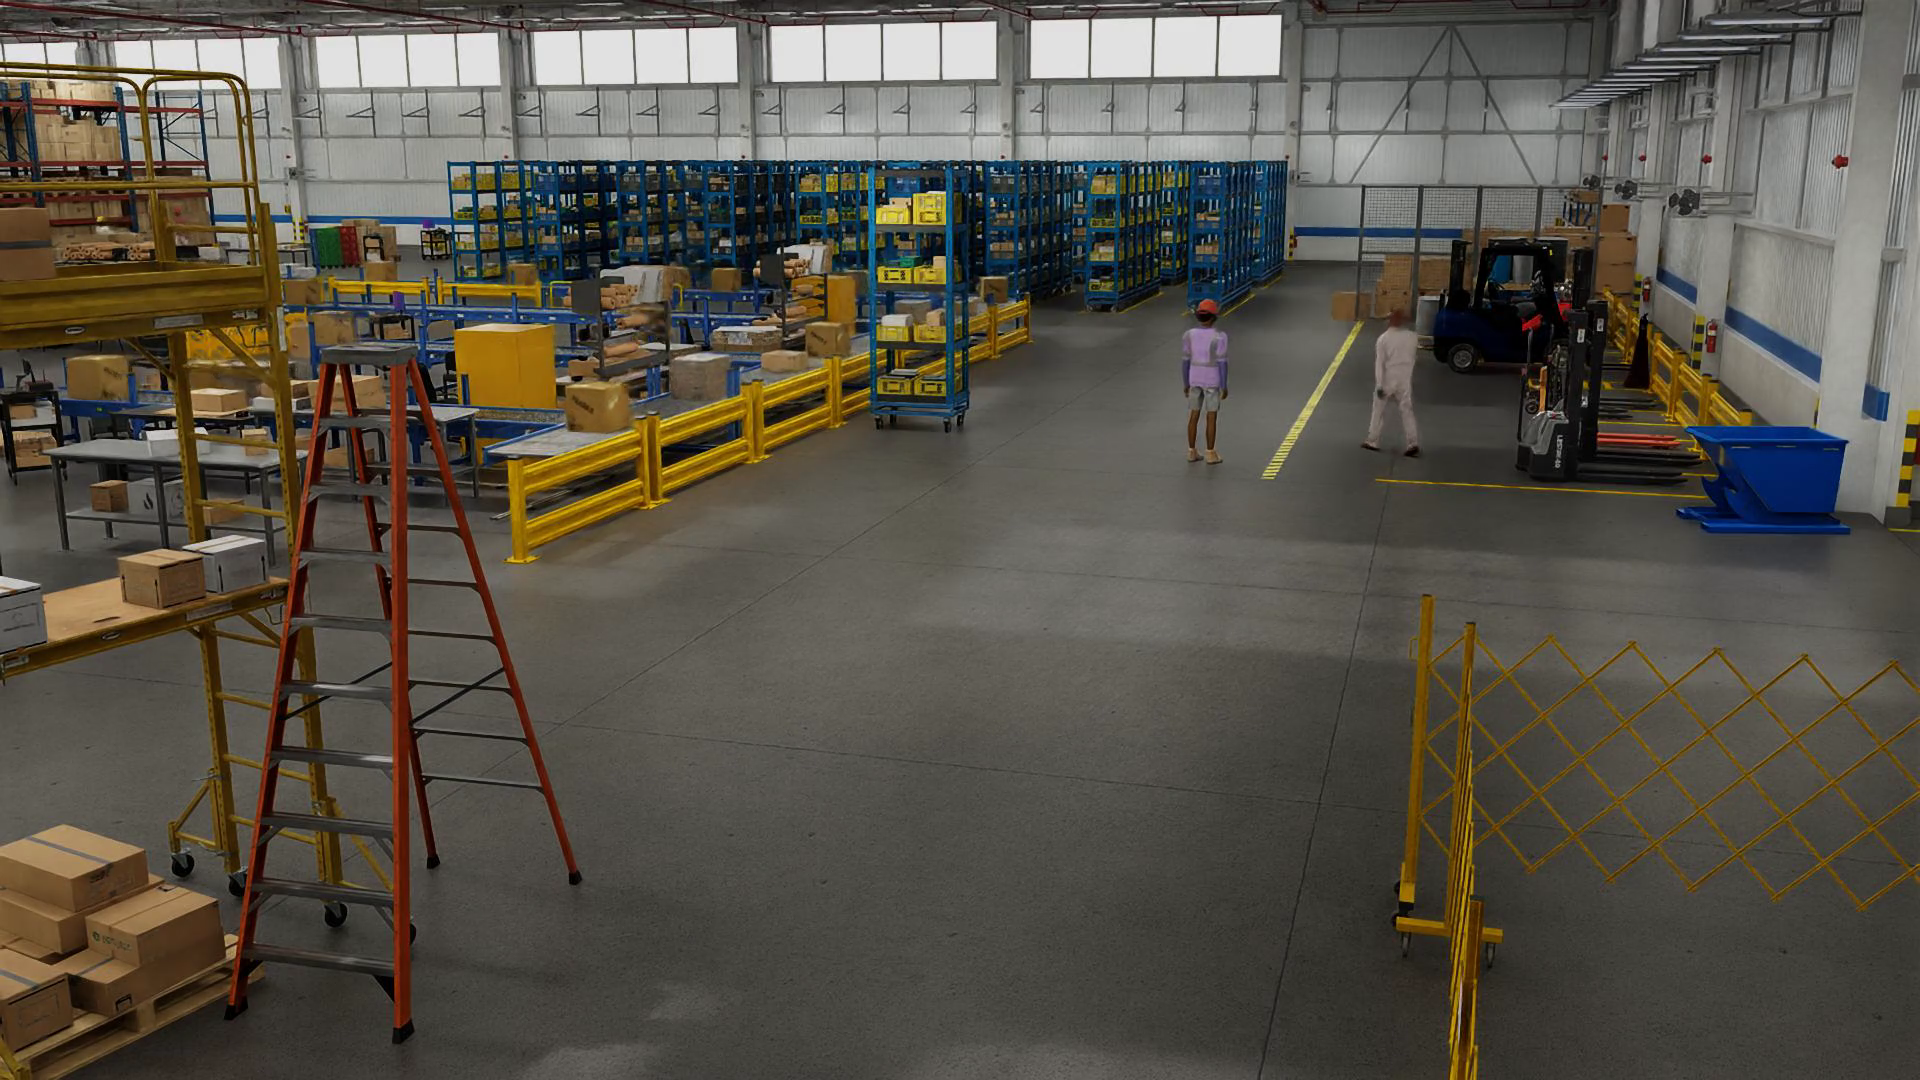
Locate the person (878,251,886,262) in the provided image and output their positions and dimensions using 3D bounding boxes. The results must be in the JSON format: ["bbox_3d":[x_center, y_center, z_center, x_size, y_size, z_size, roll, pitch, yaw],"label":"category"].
[{"bbox_3d":[-2.225,-8.541,49.569,0.985,1.788,0.578,5,14,21],"label":"person"}]

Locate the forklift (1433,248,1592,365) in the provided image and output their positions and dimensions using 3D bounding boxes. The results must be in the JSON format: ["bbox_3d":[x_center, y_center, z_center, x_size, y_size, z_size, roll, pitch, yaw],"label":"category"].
[{"bbox_3d":[9.780,-4.111,29.280,2.680,1.987,1.157,3,13,14],"label":"forklift"}]

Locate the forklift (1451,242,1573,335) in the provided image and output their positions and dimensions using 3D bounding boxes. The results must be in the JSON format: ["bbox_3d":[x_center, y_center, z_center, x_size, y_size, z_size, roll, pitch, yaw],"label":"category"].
[{"bbox_3d":[10.464,-4.597,31.405,2.680,1.987,1.157,4,14,16],"label":"forklift"}]

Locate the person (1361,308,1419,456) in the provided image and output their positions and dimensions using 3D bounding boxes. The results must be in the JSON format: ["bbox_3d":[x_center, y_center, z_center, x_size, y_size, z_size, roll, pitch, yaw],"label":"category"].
[{"bbox_3d":[5.551,-2.011,21.182,0.632,1.869,0.981,-4,14,-17],"label":"person"}]

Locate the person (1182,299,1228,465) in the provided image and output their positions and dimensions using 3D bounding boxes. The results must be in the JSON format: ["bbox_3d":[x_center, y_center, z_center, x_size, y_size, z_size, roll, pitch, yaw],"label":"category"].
[{"bbox_3d":[3.033,-1.951,20.562,0.610,2.039,0.398,9,16,35],"label":"person"}]

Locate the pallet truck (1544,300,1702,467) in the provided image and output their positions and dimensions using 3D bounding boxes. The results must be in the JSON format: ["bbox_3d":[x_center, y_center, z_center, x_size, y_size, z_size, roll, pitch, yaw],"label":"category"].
[{"bbox_3d":[8.263,-1.952,20.631,1.885,1.965,0.823,5,14,20],"label":"pallet truck"}]

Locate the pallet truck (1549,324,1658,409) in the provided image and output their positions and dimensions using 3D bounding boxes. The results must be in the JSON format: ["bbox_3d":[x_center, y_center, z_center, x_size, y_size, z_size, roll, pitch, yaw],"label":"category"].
[{"bbox_3d":[9.824,-2.669,25.407,1.601,1.201,0.680,4,14,16],"label":"pallet truck"}]

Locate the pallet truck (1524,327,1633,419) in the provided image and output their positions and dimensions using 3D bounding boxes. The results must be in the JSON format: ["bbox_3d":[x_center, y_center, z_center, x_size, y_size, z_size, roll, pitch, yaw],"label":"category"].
[{"bbox_3d":[9.065,-2.460,24.370,1.522,1.261,0.704,3,13,14],"label":"pallet truck"}]

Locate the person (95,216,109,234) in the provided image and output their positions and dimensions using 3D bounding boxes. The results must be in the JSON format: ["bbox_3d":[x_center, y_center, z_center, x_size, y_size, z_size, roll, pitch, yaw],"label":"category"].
[{"bbox_3d":[-28.890,-10.018,56.022,0.526,1.755,0.365,4,14,16],"label":"person"}]

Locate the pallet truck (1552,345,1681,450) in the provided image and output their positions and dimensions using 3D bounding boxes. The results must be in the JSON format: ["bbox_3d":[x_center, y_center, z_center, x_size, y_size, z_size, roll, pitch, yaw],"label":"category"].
[{"bbox_3d":[8.641,-1.896,21.908,1.630,1.274,0.653,4,14,16],"label":"pallet truck"}]

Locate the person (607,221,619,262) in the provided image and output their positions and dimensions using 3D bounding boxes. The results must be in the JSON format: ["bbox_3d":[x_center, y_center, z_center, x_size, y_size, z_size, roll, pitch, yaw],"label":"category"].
[{"bbox_3d":[-10.724,-8.977,51.368,0.437,1.813,0.615,2,13,7],"label":"person"}]

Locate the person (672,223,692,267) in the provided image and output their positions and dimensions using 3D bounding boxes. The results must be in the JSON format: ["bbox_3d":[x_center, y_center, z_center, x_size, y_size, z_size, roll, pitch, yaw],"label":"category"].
[{"bbox_3d":[-8.171,-8.456,48.900,0.622,1.920,0.845,3,13,14],"label":"person"}]

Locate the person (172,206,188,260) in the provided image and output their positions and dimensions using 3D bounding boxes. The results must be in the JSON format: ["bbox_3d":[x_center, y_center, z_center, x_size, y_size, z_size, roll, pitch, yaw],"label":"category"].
[{"bbox_3d":[-27.922,-10.974,59.660,0.621,1.973,0.736,3,13,12],"label":"person"}]

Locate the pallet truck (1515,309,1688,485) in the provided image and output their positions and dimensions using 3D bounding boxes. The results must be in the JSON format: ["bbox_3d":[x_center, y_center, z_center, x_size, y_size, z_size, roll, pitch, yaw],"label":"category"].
[{"bbox_3d":[7.554,-1.677,19.446,1.885,1.965,0.823,3,13,14],"label":"pallet truck"}]
